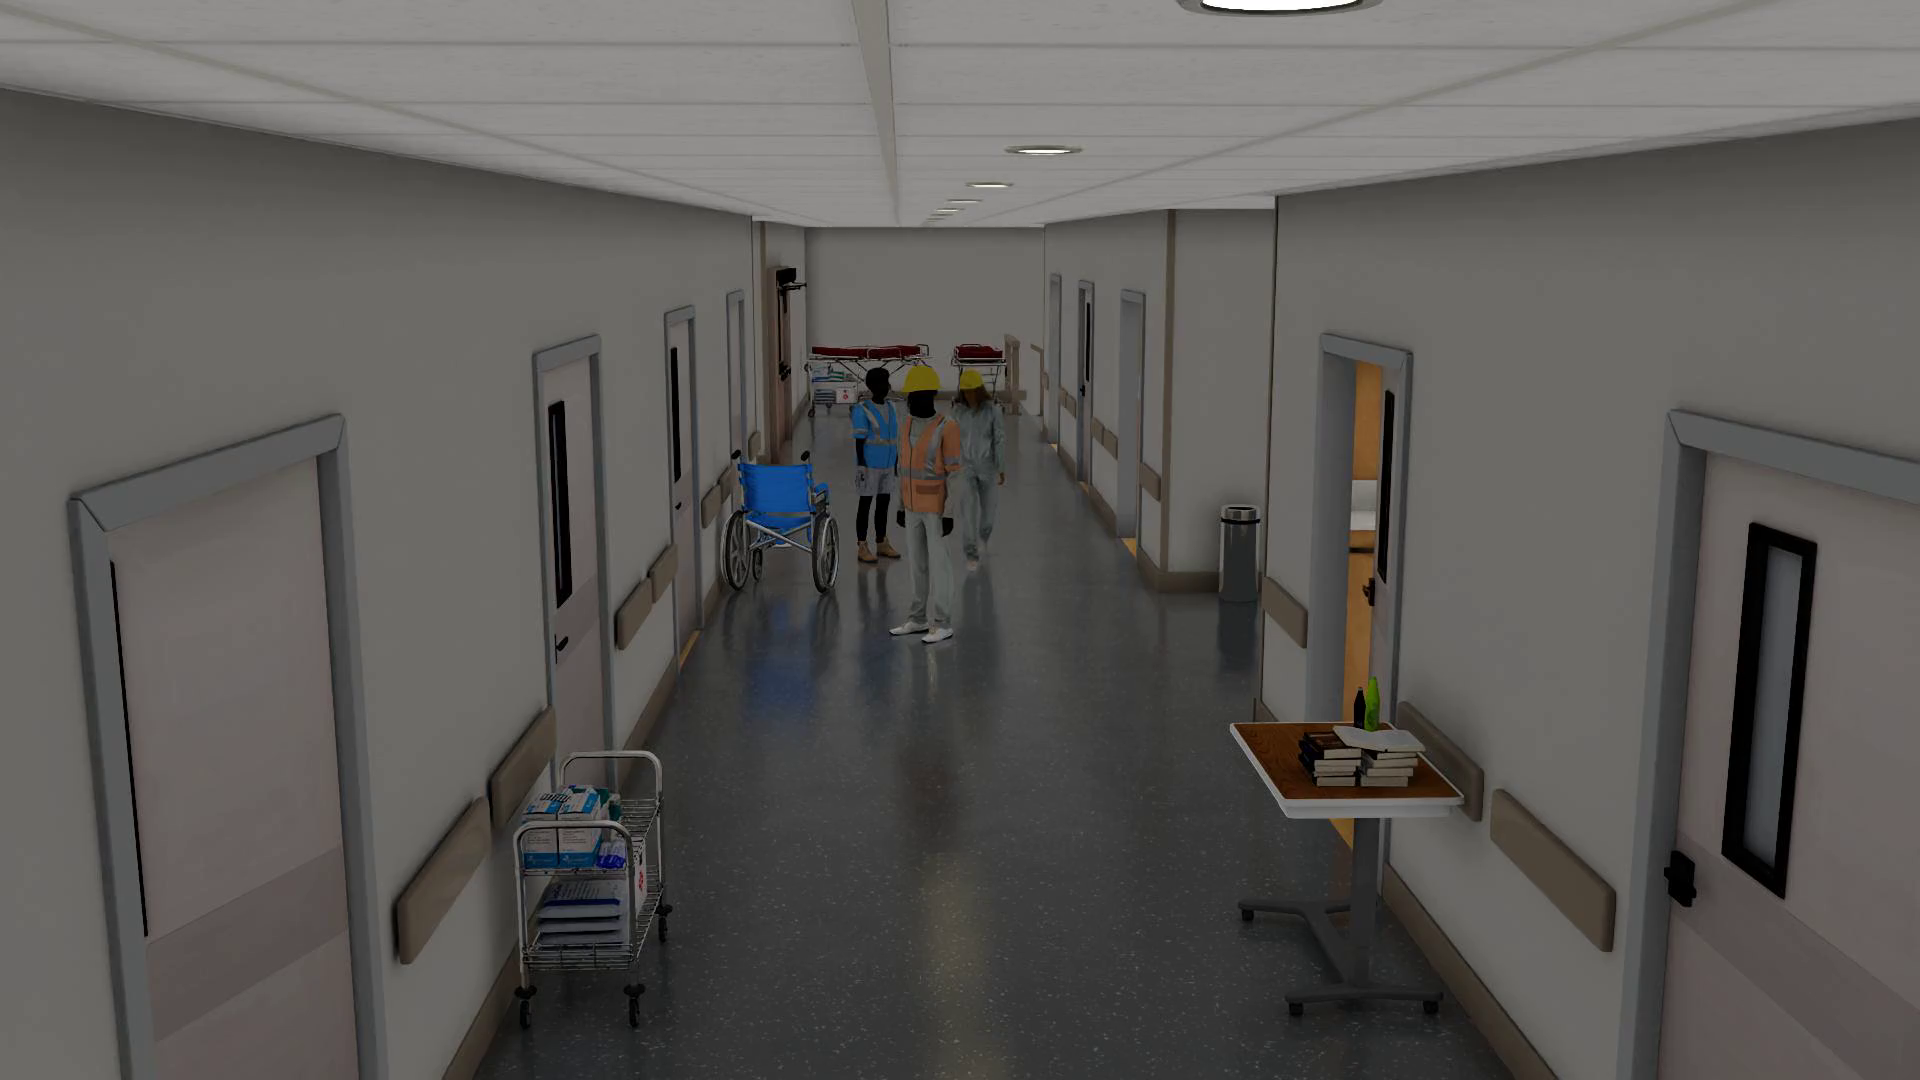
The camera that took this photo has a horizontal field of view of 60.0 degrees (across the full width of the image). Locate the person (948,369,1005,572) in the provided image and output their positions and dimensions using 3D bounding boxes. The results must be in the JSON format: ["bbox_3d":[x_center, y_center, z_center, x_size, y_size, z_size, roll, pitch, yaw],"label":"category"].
[{"bbox_3d":[0.140,-0.627,14.277,0.494,1.708,0.807,0,10,1],"label":"person"}]

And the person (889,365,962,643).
[{"bbox_3d":[-0.243,-0.252,11.579,0.367,1.927,0.590,-9,14,-42],"label":"person"}]

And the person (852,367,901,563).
[{"bbox_3d":[-0.717,-0.657,14.474,0.321,1.697,0.529,9,13,40],"label":"person"}]
